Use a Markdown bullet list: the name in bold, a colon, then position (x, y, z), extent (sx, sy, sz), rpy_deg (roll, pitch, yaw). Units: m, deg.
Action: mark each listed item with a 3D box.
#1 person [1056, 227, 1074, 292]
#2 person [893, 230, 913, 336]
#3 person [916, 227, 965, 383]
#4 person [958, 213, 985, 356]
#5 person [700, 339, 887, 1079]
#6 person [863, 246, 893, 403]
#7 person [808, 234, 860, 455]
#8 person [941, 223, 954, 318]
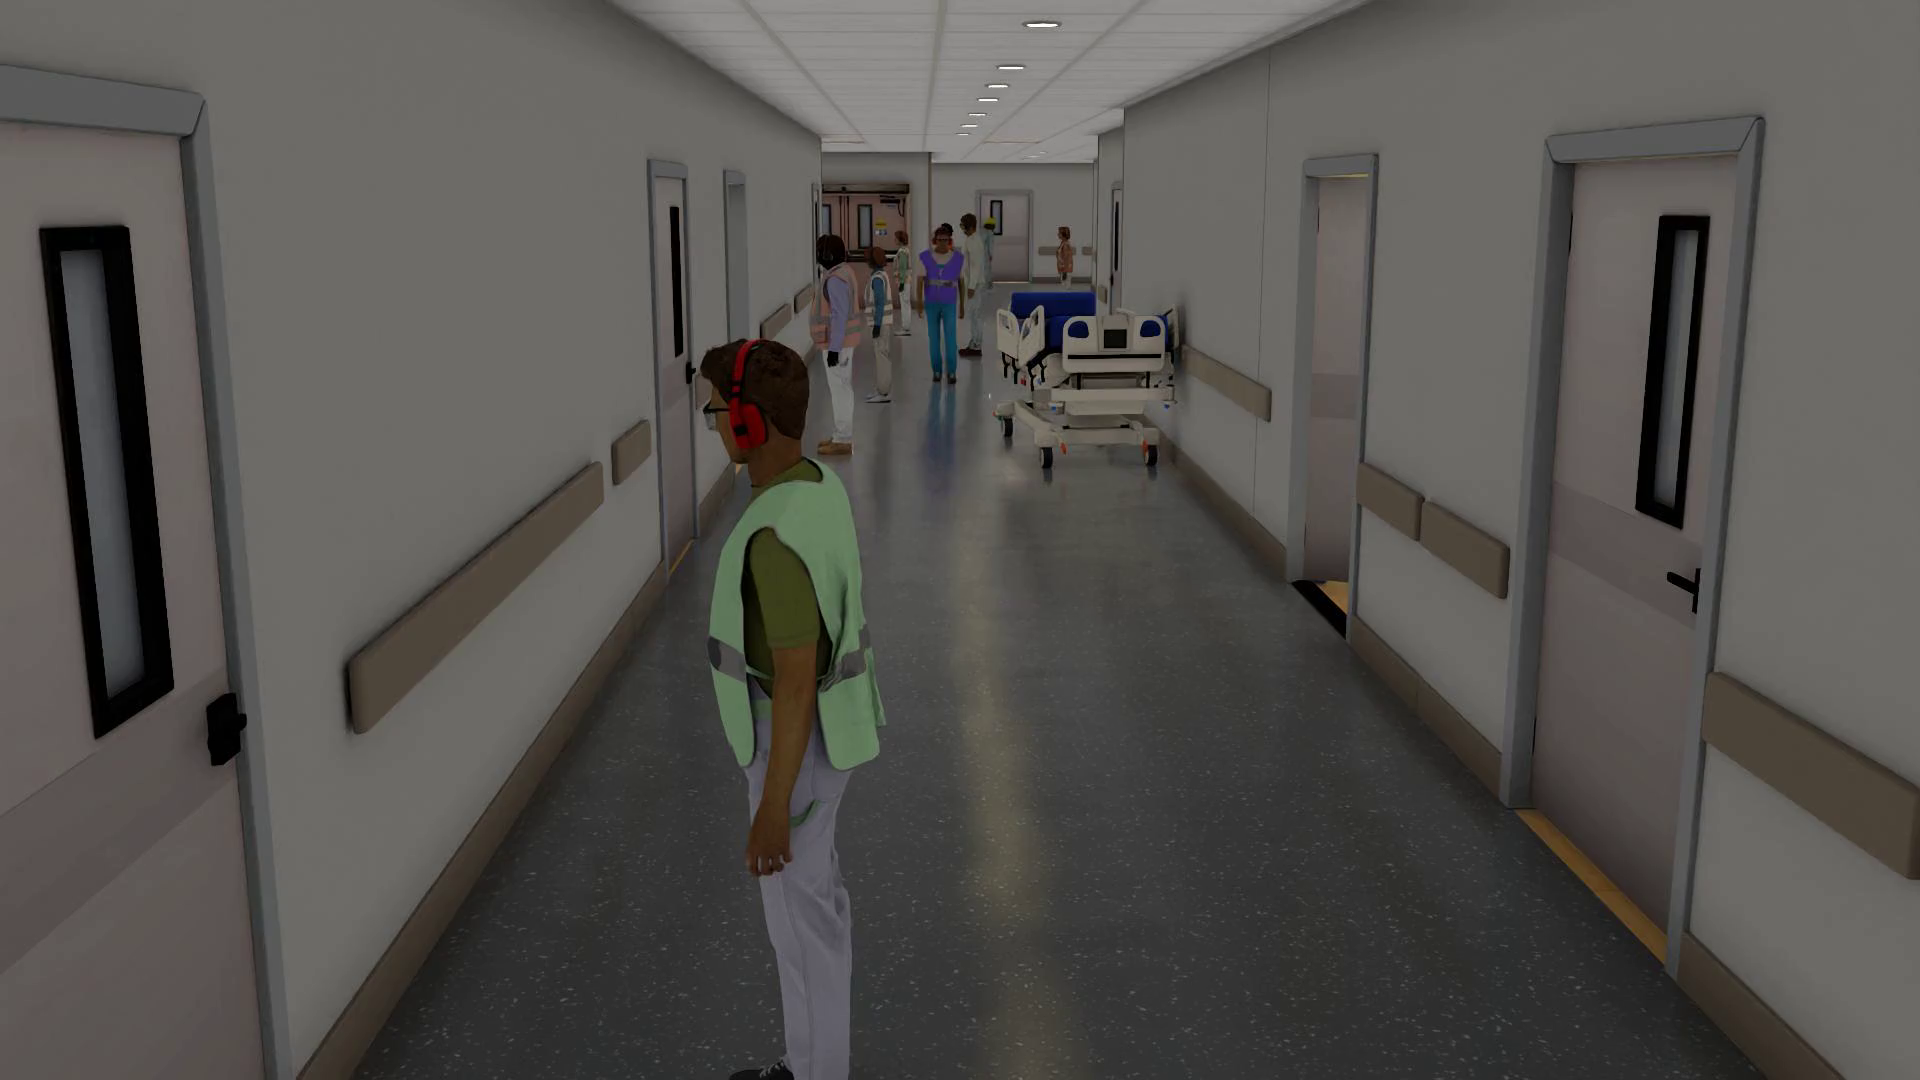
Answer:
- **person**: position (1.873, -4.783, 29.777), extent (0.314, 1.642, 0.514), rpy_deg (0, 12, 1)
- **person**: position (-0.898, -4.032, 26.119), extent (0.313, 1.642, 0.514), rpy_deg (0, 12, 1)
- **person**: position (-0.223, -2.721, 19.344), extent (0.569, 1.803, 0.793), rpy_deg (0, 12, 0)
- **person**: position (0.157, -3.467, 22.651), extent (0.377, 1.936, 0.628), rpy_deg (0, 12, 1)
- **person**: position (-0.361, 0.483, 3.643), extent (0.395, 1.839, 0.564), rpy_deg (0, 12, 1)
- **person**: position (-0.857, -2.265, 17.528), extent (0.314, 1.636, 0.514), rpy_deg (0, 12, 1)
- **person**: position (-1.054, -1.635, 13.967), extent (0.430, 1.840, 0.622), rpy_deg (0, 12, 1)
- **person**: position (-0.228, -4.852, 29.975), extent (0.322, 1.697, 0.533), rpy_deg (0, 12, 1)
